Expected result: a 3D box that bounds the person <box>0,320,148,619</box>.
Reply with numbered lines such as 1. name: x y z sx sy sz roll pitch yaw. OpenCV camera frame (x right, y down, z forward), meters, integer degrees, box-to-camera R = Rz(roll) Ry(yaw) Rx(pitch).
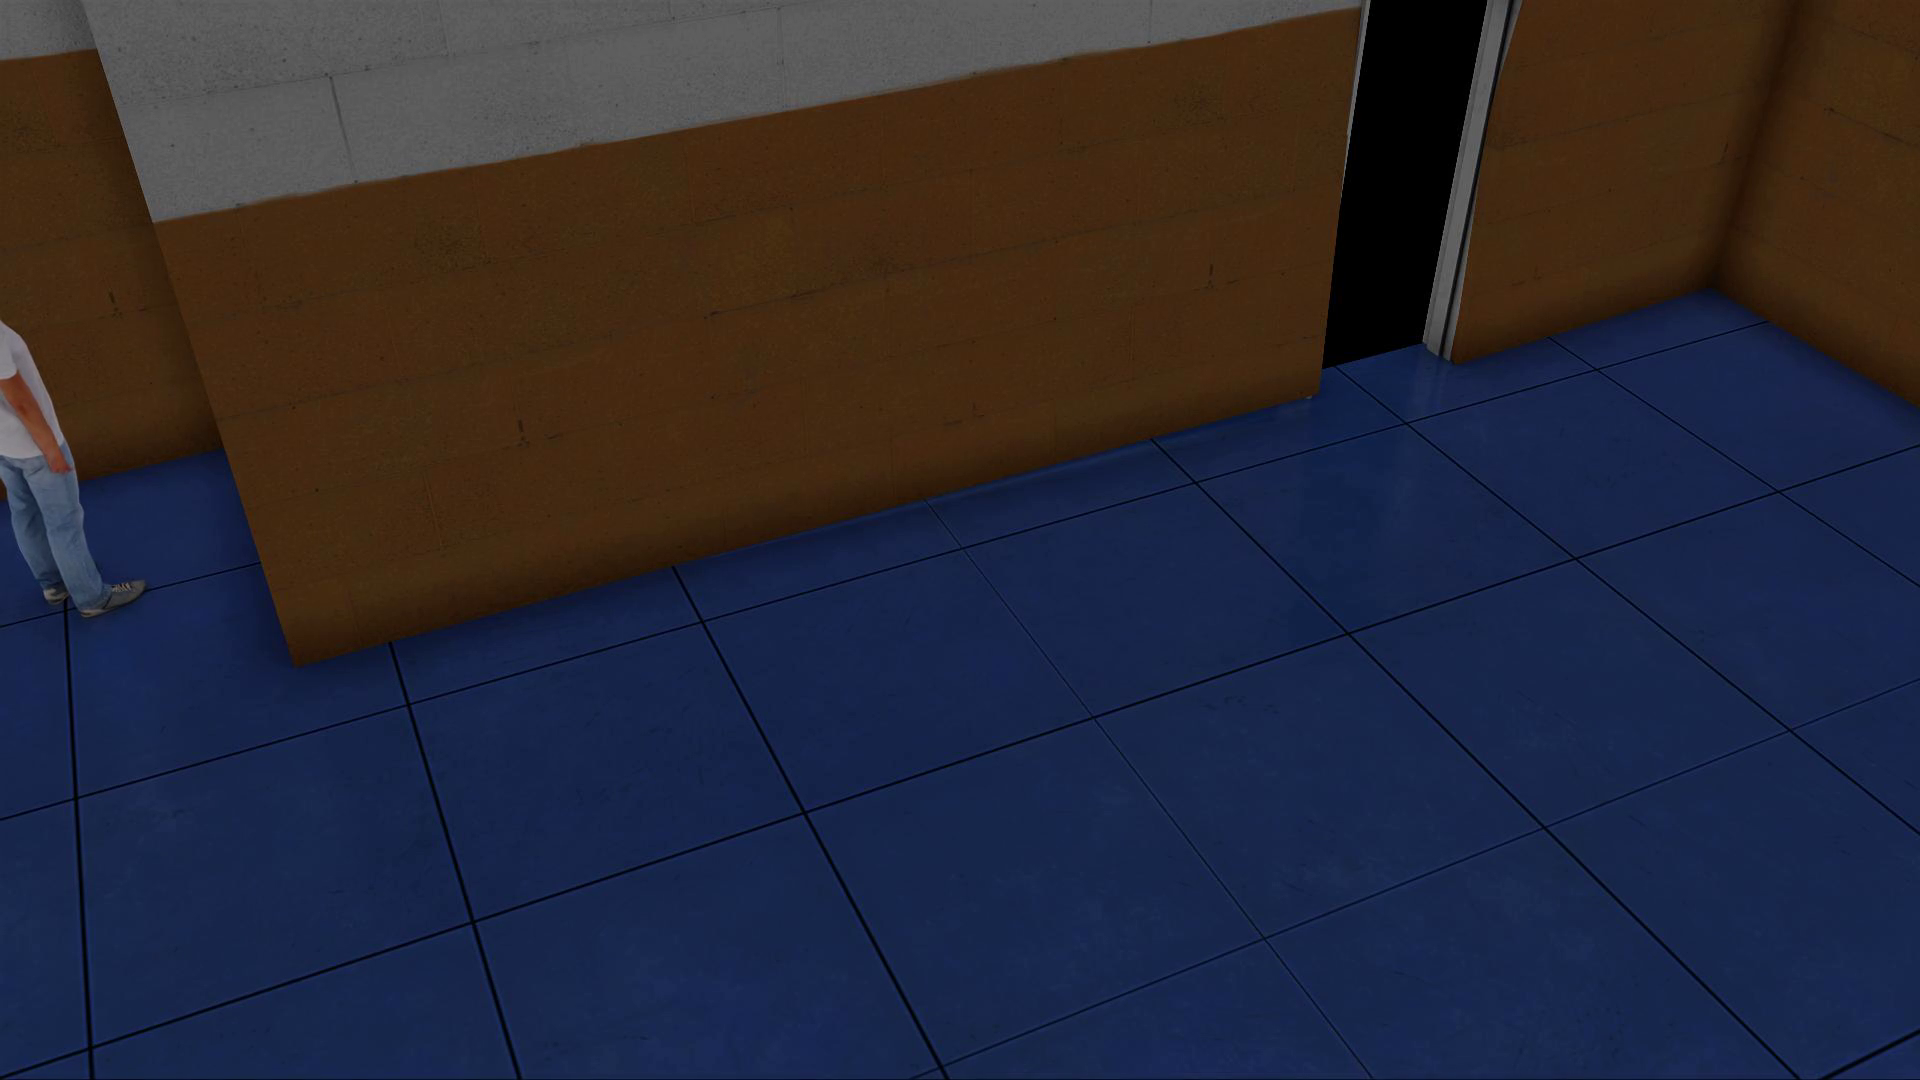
1. person: -4.122 -0.468 7.270 0.714 1.863 0.819 19 41 24
